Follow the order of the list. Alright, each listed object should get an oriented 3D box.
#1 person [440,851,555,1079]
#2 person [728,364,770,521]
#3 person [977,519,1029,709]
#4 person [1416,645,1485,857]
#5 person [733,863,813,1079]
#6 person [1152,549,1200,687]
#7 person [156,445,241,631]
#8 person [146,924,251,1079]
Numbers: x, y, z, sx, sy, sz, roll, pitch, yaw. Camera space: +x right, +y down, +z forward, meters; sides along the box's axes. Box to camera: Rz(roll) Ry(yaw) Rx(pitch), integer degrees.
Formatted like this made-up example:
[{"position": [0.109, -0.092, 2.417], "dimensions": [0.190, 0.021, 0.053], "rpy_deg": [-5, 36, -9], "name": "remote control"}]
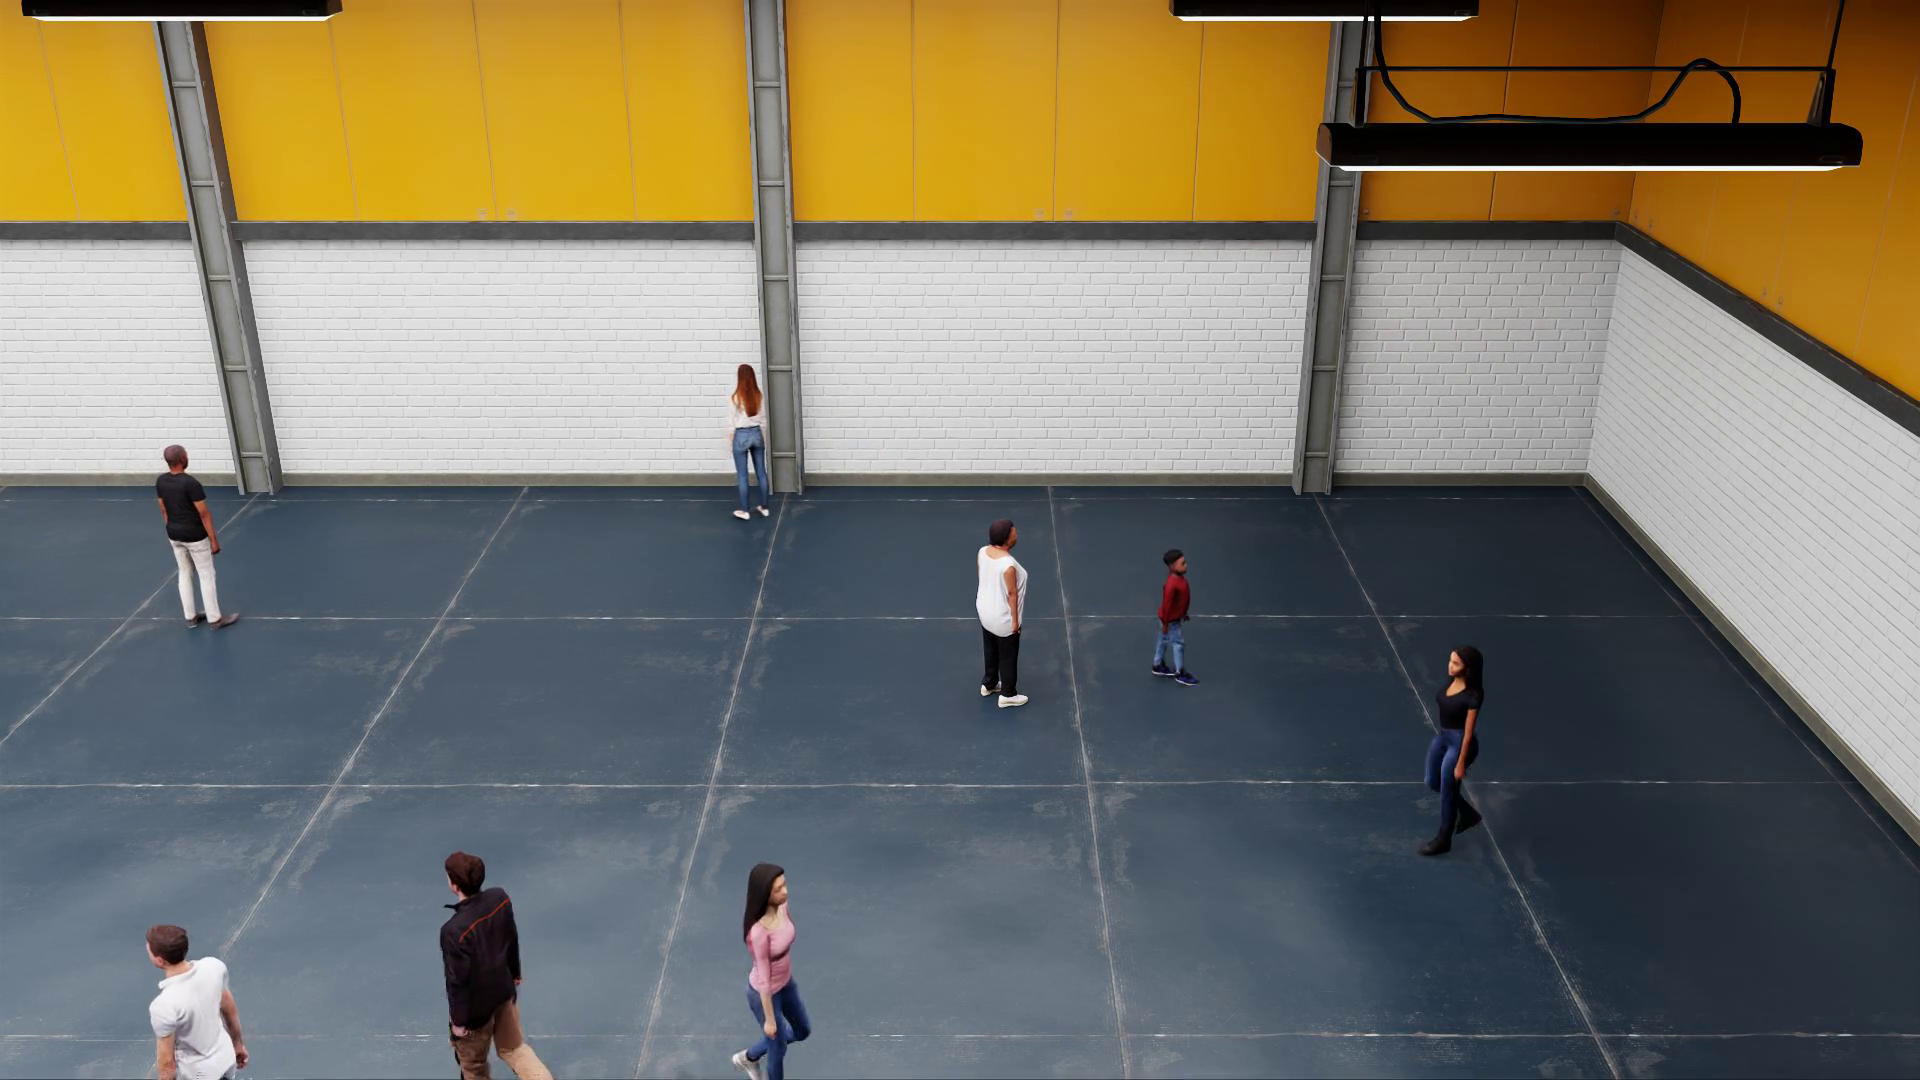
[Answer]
[{"position": [-2.613, 2.605, 9.352], "dimensions": [1.184, 1.907, 1.007], "rpy_deg": [11, 26, 24], "name": "person"}, {"position": [-2.287, -1.071, 17.985], "dimensions": [0.605, 1.728, 0.715], "rpy_deg": [-13, 27, -27], "name": "person"}, {"position": [0.366, 0.599, 14.216], "dimensions": [0.781, 1.688, 0.762], "rpy_deg": [-14, 27, -29], "name": "person"}, {"position": [3.668, 1.519, 12.059], "dimensions": [0.770, 1.728, 0.633], "rpy_deg": [-4, 24, -8], "name": "person"}, {"position": [-1.149, 2.590, 9.600], "dimensions": [0.821, 1.735, 0.706], "rpy_deg": [9, 25, 19], "name": "person"}, {"position": [1.806, 0.651, 14.651], "dimensions": [0.718, 1.243, 0.598], "rpy_deg": [6, 24, 14], "name": "person"}, {"position": [-7.178, -0.026, 15.500], "dimensions": [0.630, 1.803, 0.790], "rpy_deg": [7, 25, 16], "name": "person"}, {"position": [-3.940, 2.855, 8.871], "dimensions": [0.890, 1.834, 0.772], "rpy_deg": [5, 24, 11], "name": "person"}]
